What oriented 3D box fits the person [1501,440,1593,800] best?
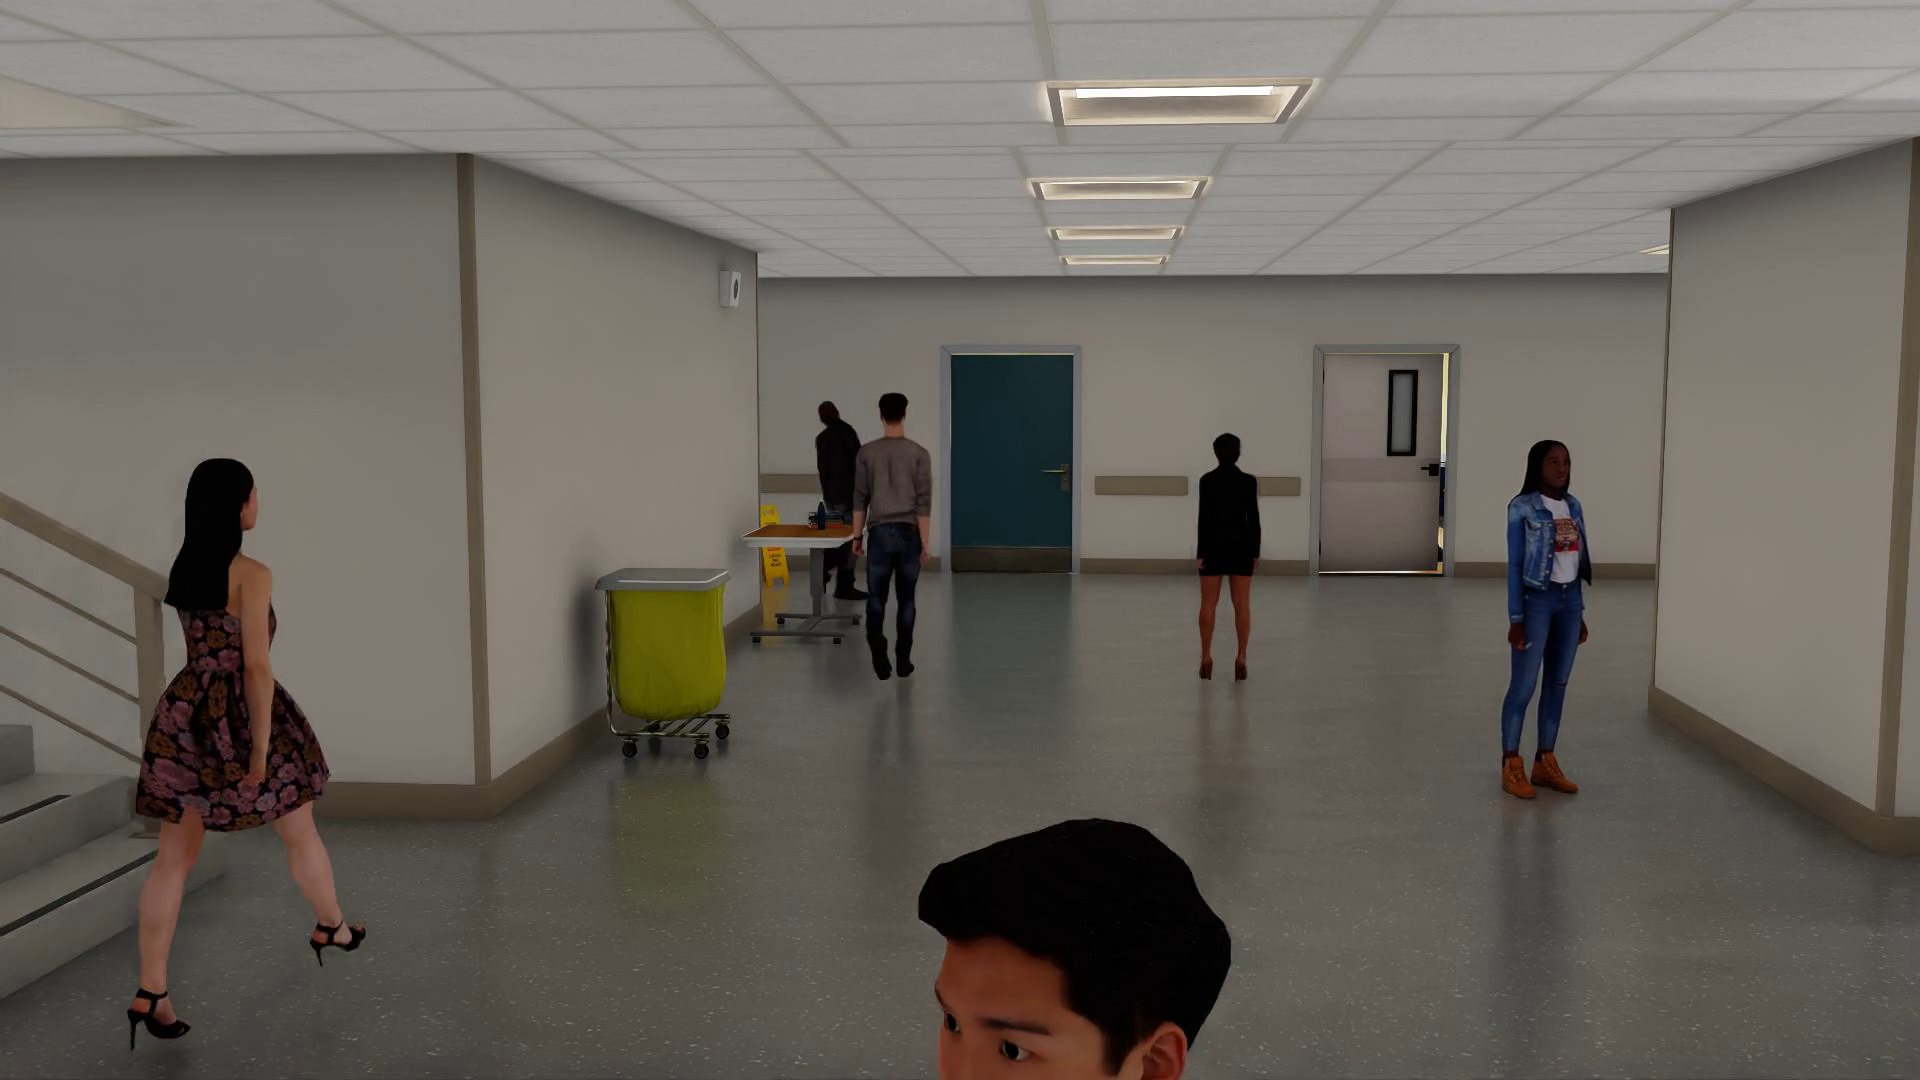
[{"bbox_3d":[2.825,0.367,8.049,0.624,1.712,0.748,-3,6,-24],"label":"person"}]

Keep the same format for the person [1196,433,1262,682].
[{"bbox_3d":[1.766,0.114,10.921,0.548,1.641,0.633,1,6,7],"label":"person"}]

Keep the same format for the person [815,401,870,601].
[{"bbox_3d":[-1.052,-0.361,14.939,0.941,1.782,0.867,-3,6,-28],"label":"person"}]

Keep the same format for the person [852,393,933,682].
[{"bbox_3d":[-0.432,0.011,10.776,1.016,1.876,0.751,0,6,4],"label":"person"}]

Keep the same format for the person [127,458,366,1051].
[{"bbox_3d":[-2.298,0.670,5.045,1.160,1.712,0.863,2,6,19],"label":"person"}]
